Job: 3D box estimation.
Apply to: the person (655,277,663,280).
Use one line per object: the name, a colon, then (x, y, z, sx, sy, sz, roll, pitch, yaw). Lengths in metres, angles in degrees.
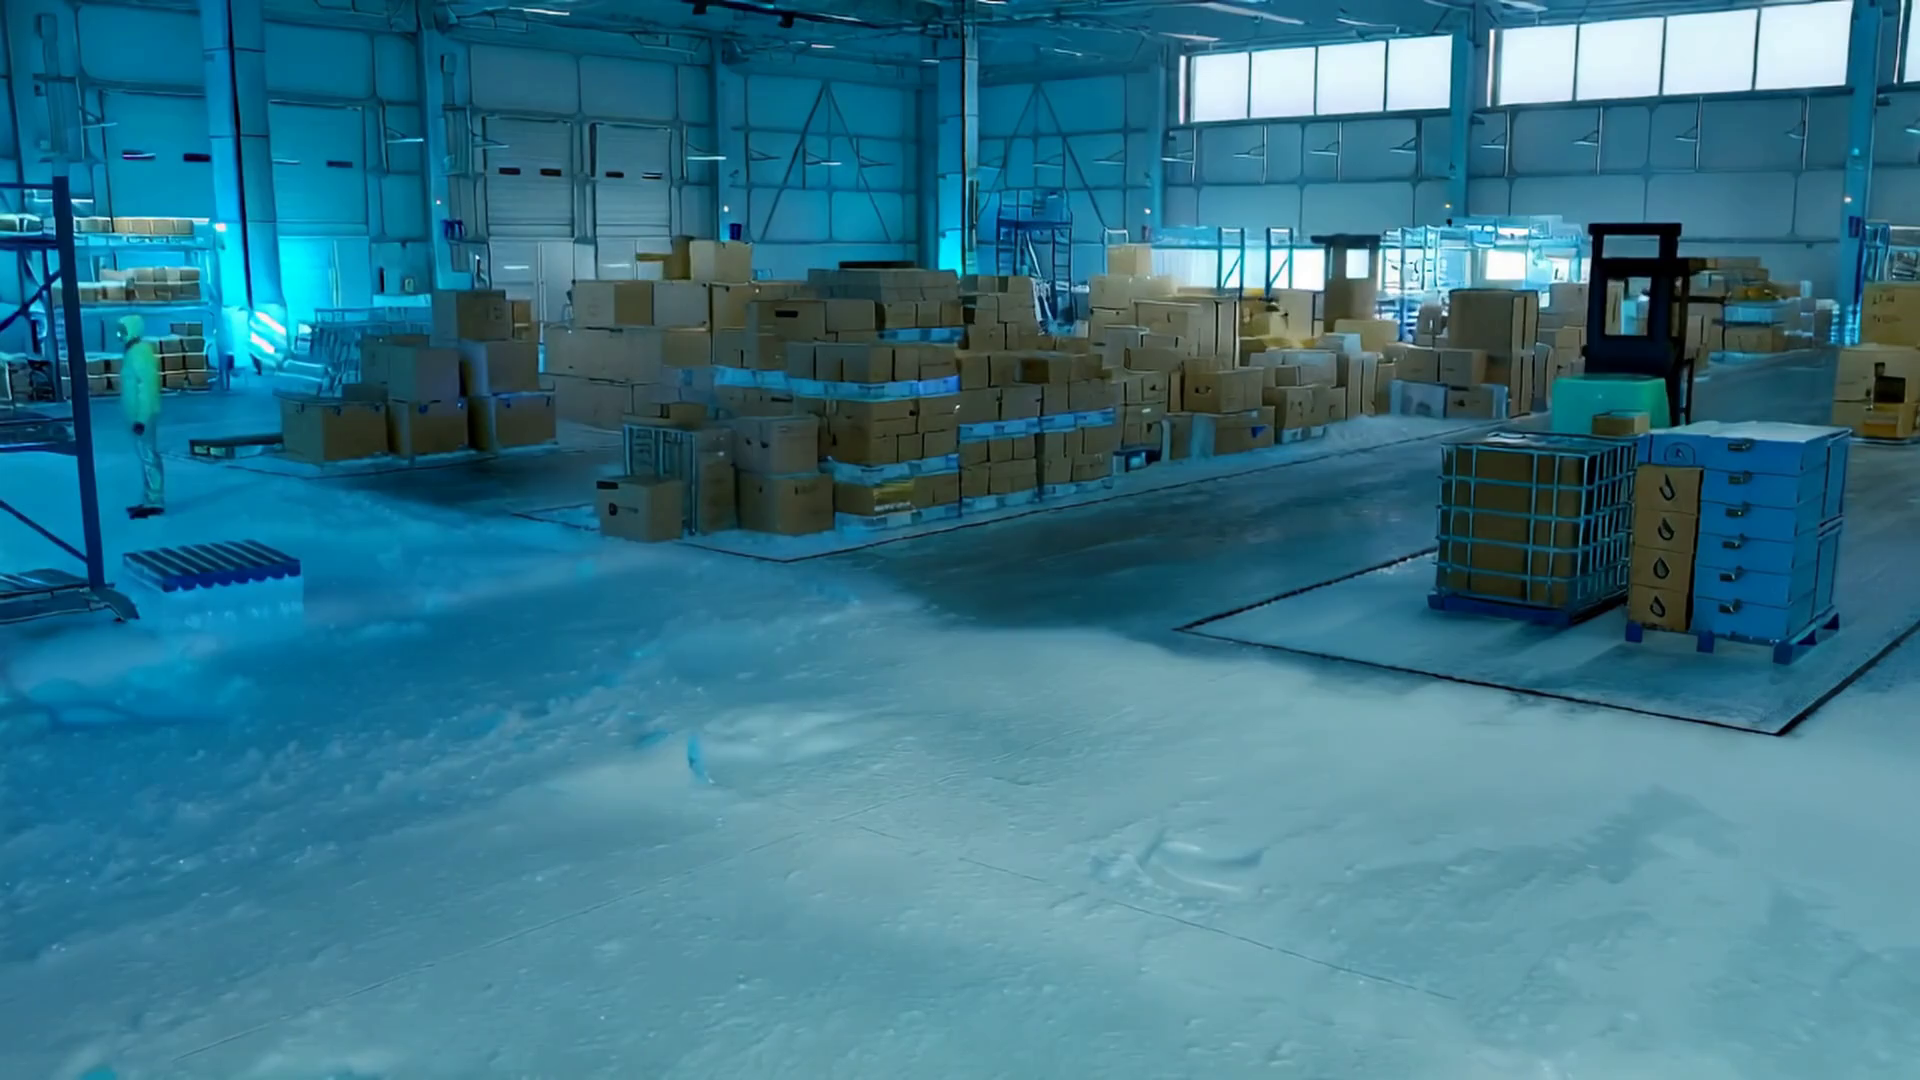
person: (-6.496, -4.722, 36.007, 0.639, 1.927, 0.387, -5, 11, -26)

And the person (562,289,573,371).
person: (-8.024, -4.342, 34.480, 0.316, 1.695, 0.541, 4, 11, 20)

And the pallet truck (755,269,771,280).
pallet truck: (-4.996, -6.432, 45.525, 1.885, 1.965, 0.823, -6, 12, -32)

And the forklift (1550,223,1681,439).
forklift: (7.647, -2.232, 19.097, 1.129, 2.768, 1.873, 8, 13, 39)

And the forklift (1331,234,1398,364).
forklift: (8.159, -4.906, 34.322, 1.129, 2.768, 1.873, -3, 10, -16)

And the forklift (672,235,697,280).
forklift: (-6.103, -5.366, 36.943, 1.873, 2.768, 1.129, 0, 10, 1)

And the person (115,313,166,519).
person: (-7.774, -1.176, 15.769, 0.373, 1.940, 0.628, -6, 11, -29)
